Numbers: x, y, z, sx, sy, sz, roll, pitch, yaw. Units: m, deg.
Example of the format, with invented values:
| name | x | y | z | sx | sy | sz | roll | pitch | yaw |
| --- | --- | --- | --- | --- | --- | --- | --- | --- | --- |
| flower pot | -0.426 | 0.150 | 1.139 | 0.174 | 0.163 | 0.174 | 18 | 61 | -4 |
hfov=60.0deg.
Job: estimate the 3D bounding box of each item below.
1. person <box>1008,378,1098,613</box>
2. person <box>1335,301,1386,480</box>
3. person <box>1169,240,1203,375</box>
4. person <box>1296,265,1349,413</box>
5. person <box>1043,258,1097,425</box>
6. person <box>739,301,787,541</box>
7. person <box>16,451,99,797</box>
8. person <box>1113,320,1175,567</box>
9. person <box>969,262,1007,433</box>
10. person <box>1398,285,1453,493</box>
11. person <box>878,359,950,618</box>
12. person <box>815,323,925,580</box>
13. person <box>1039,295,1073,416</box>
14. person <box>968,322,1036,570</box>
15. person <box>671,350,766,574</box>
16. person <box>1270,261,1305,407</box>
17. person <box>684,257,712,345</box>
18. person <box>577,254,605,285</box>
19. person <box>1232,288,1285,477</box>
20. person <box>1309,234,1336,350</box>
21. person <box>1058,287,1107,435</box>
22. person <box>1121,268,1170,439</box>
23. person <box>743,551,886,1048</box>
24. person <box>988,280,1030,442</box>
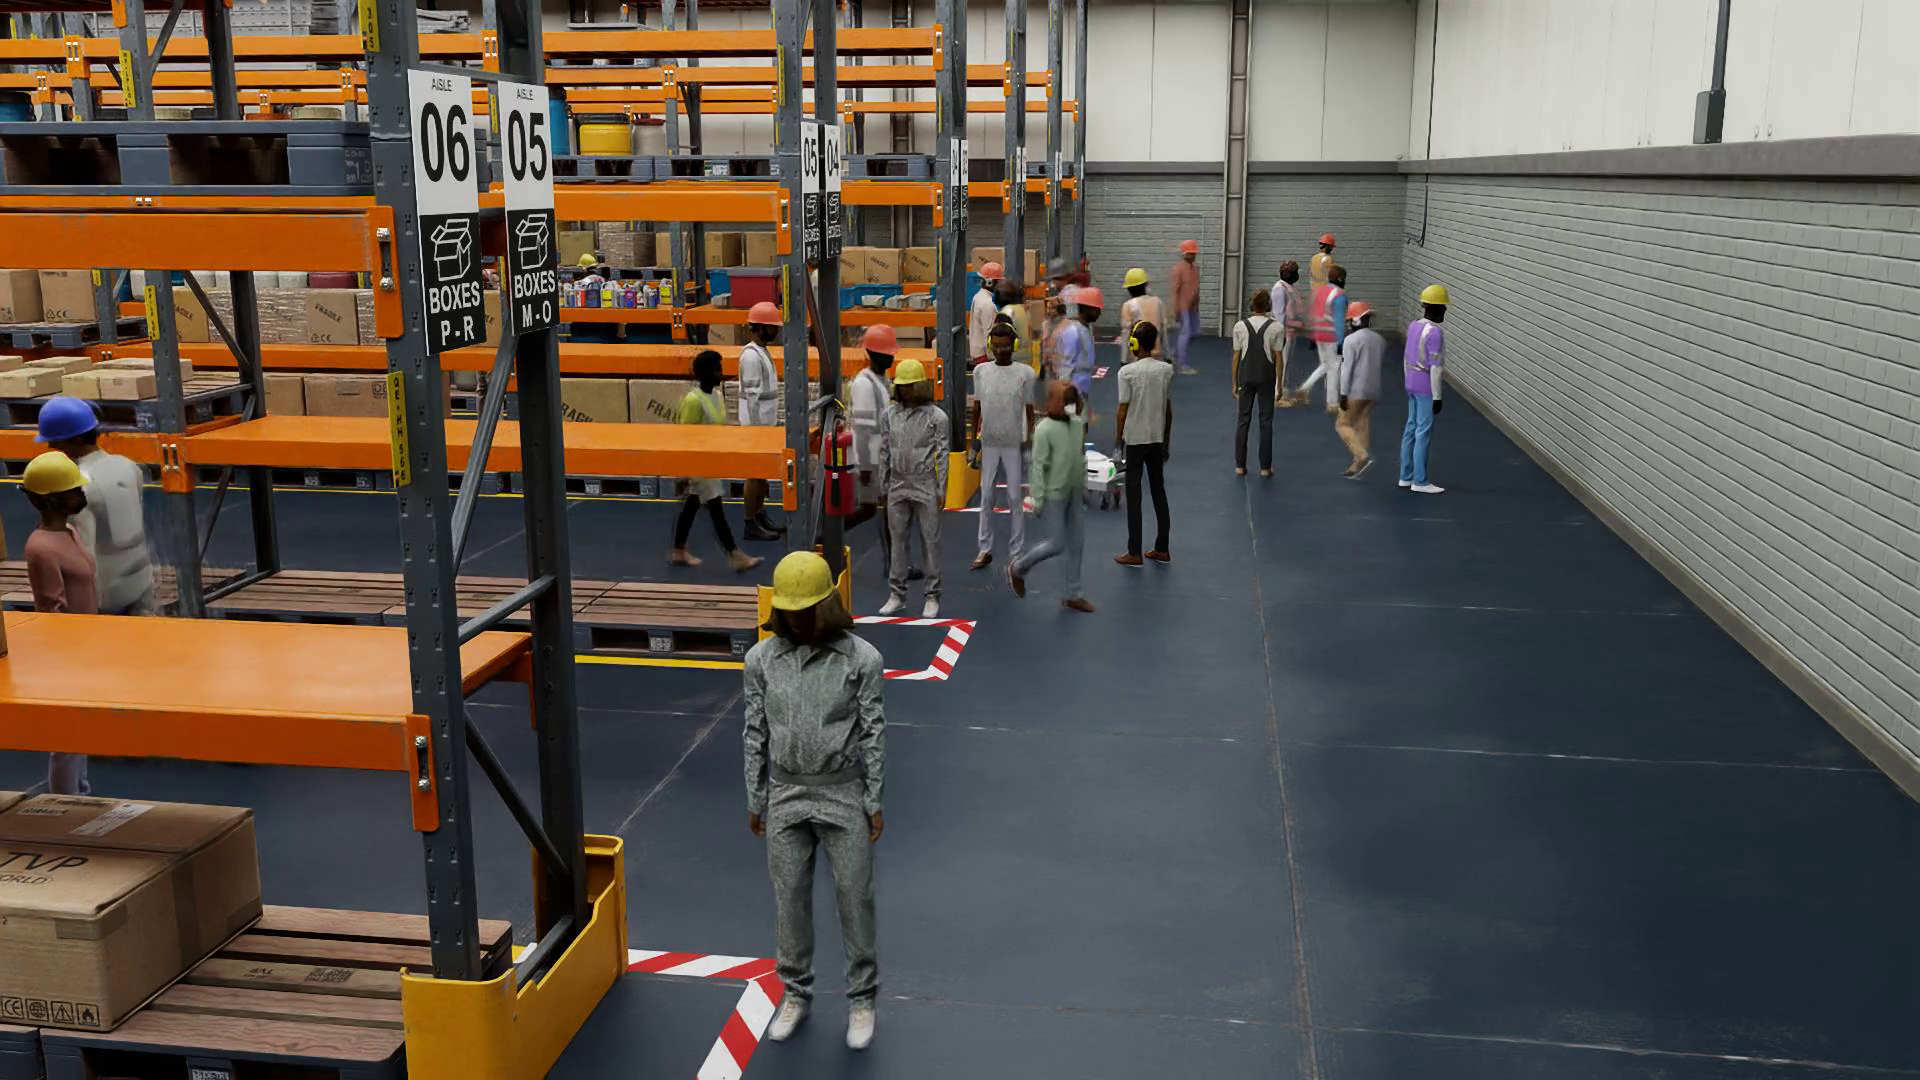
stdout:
| name | x | y | z | sx | sy | sz | roll | pitch | yaw |
| --- | --- | --- | --- | --- | --- | --- | --- | --- | --- |
| person | 0.640 | -0.306 | 11.240 | 0.561 | 1.608 | 0.530 | 10 | 16 | 39 |
| person | 3.858 | -1.432 | 16.063 | 0.595 | 1.717 | 0.487 | -9 | 15 | -35 |
| person | 3.305 | -3.428 | 24.490 | 0.513 | 1.973 | 0.636 | 11 | 17 | 42 |
| person | 4.522 | -2.471 | 20.546 | 0.559 | 1.817 | 0.680 | -4 | 13 | -19 |
| person | 1.173 | -2.160 | 18.624 | 0.550 | 2.000 | 0.717 | 1 | 13 | 2 |
| person | -1.590 | -0.962 | 13.481 | 0.384 | 1.929 | 0.547 | 1 | 13 | 6 |
| person | -3.878 | 0.491 | 7.272 | 0.296 | 1.772 | 0.533 | -4 | 13 | -18 |
| person | 1.393 | -0.726 | 12.579 | 0.499 | 1.860 | 0.334 | -7 | 14 | -28 |
| person | 0.304 | -2.060 | 18.311 | 0.403 | 1.982 | 0.628 | -2 | 13 | -10 |
| person | 4.340 | -1.403 | 15.467 | 0.382 | 1.924 | 0.594 | -2 | 13 | -10 |
| person | -0.317 | -0.340 | 11.082 | 0.492 | 1.742 | 0.320 | 4 | 13 | 19 |
| person | -0.694 | -0.624 | 12.036 | 0.826 | 1.904 | 0.562 | 3 | 13 | 14 |
| person | 1.062 | -1.849 | 18.157 | 0.317 | 1.632 | 0.525 | -11 | 16 | -40 |
| person | 0.306 | -0.689 | 12.386 | 0.509 | 1.867 | 0.328 | 3 | 13 | 13 |
| person | -1.824 | -0.578 | 12.347 | 0.860 | 1.646 | 0.550 | 3 | 13 | 13 |
| person | 4.158 | -2.619 | 21.151 | 0.429 | 1.844 | 0.627 | 5 | 14 | 23 |
| person | -4.248 | -3.908 | 26.759 | 0.627 | 1.934 | 0.371 | 4 | 13 | 17 |
| person | -5.116 | -3.040 | 23.065 | 0.404 | 1.835 | 0.587 | 5 | 13 | 21 |
| person | 2.905 | -1.528 | 16.244 | 0.501 | 1.839 | 0.347 | 5 | 13 | 21 |
| person | 6.060 | -4.121 | 27.733 | 0.374 | 1.928 | 0.543 | -6 | 14 | -24 |
| person | 1.008 | -1.423 | 15.615 | 0.718 | 1.903 | 0.587 | 4 | 13 | 17 |
| person | 2.041 | -2.063 | 18.512 | 0.680 | 1.905 | 0.436 | -9 | 15 | -34 |
| person | -0.495 | 0.876 | 5.625 | 0.491 | 1.733 | 0.317 | 2 | 13 | 8 |
| person | 0.480 | -1.826 | 17.622 | 0.558 | 1.827 | 0.632 | 6 | 14 | 24 |
